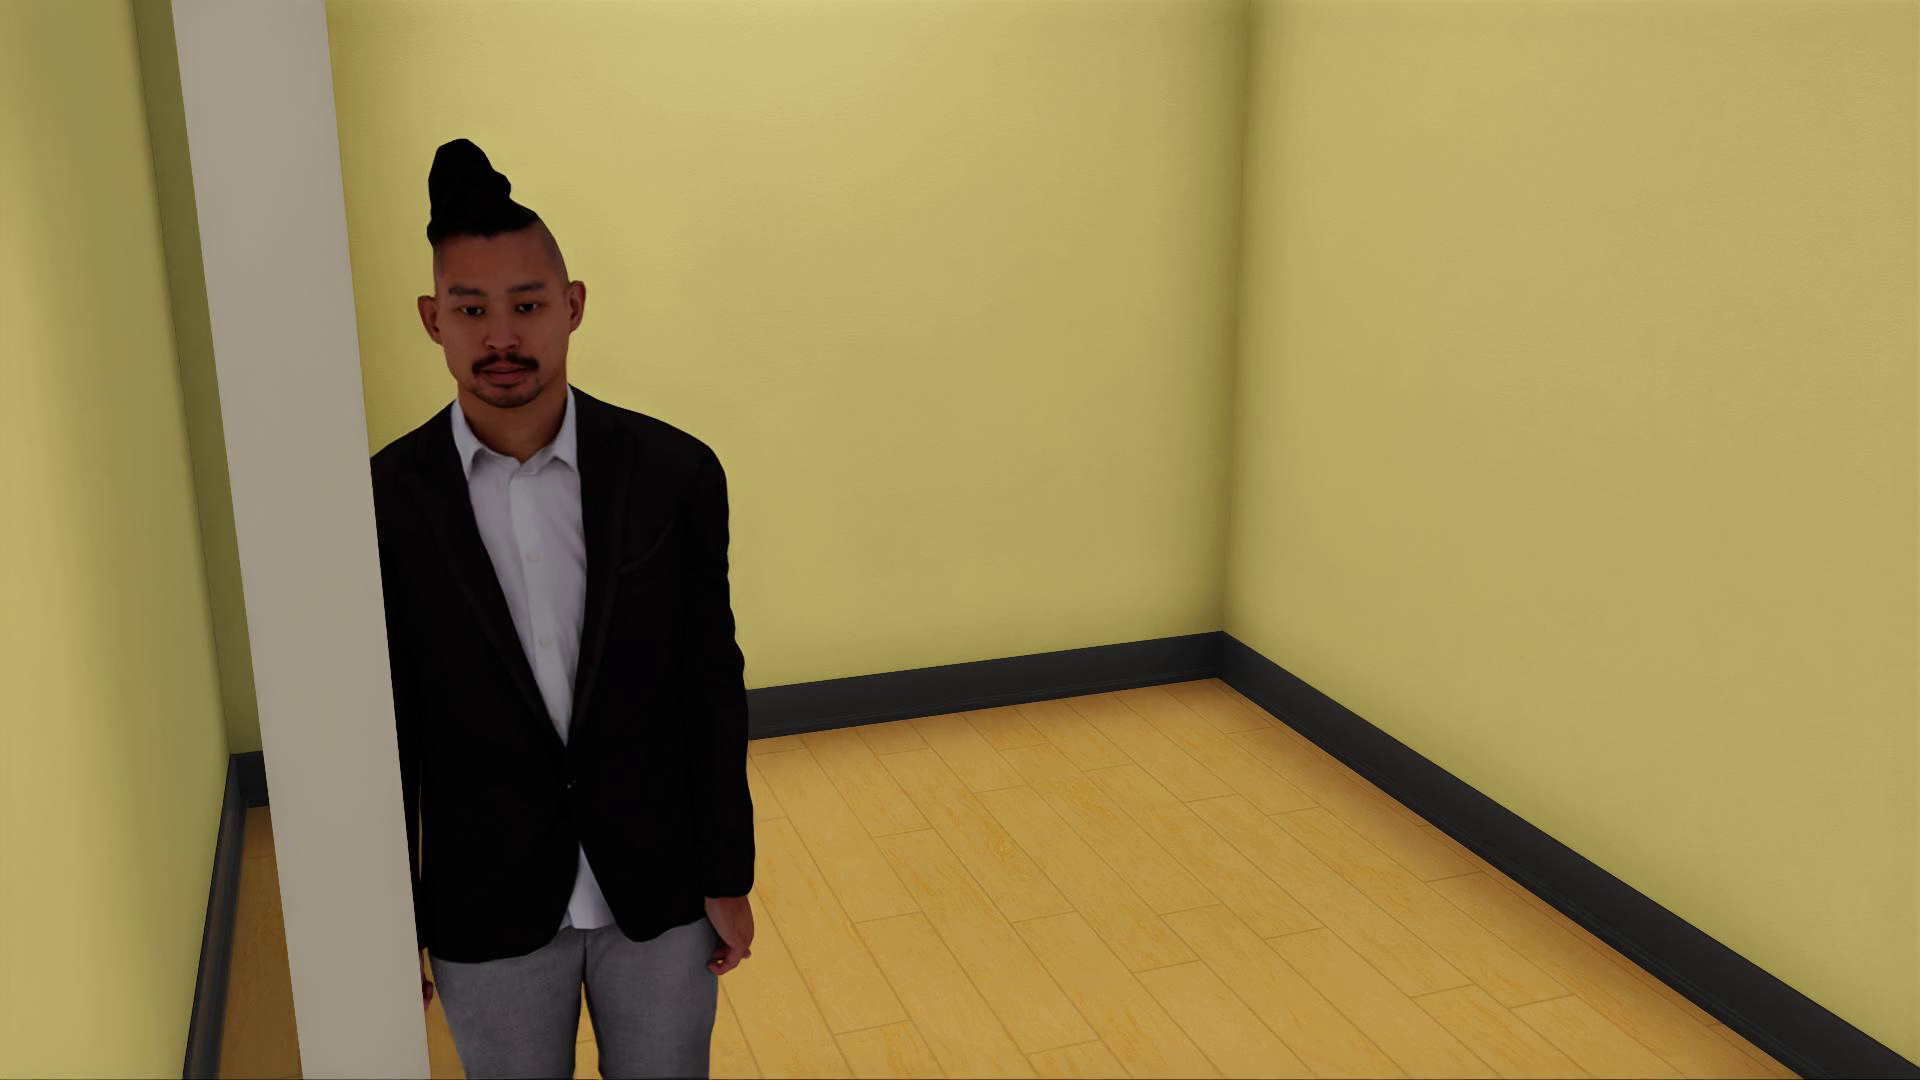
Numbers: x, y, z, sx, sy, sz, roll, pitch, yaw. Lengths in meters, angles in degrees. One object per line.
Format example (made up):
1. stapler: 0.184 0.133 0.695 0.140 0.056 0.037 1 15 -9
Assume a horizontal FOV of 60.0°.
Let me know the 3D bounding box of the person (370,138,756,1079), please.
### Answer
1. person: -0.558 0.433 2.342 0.533 1.952 0.766 -5 16 -17
